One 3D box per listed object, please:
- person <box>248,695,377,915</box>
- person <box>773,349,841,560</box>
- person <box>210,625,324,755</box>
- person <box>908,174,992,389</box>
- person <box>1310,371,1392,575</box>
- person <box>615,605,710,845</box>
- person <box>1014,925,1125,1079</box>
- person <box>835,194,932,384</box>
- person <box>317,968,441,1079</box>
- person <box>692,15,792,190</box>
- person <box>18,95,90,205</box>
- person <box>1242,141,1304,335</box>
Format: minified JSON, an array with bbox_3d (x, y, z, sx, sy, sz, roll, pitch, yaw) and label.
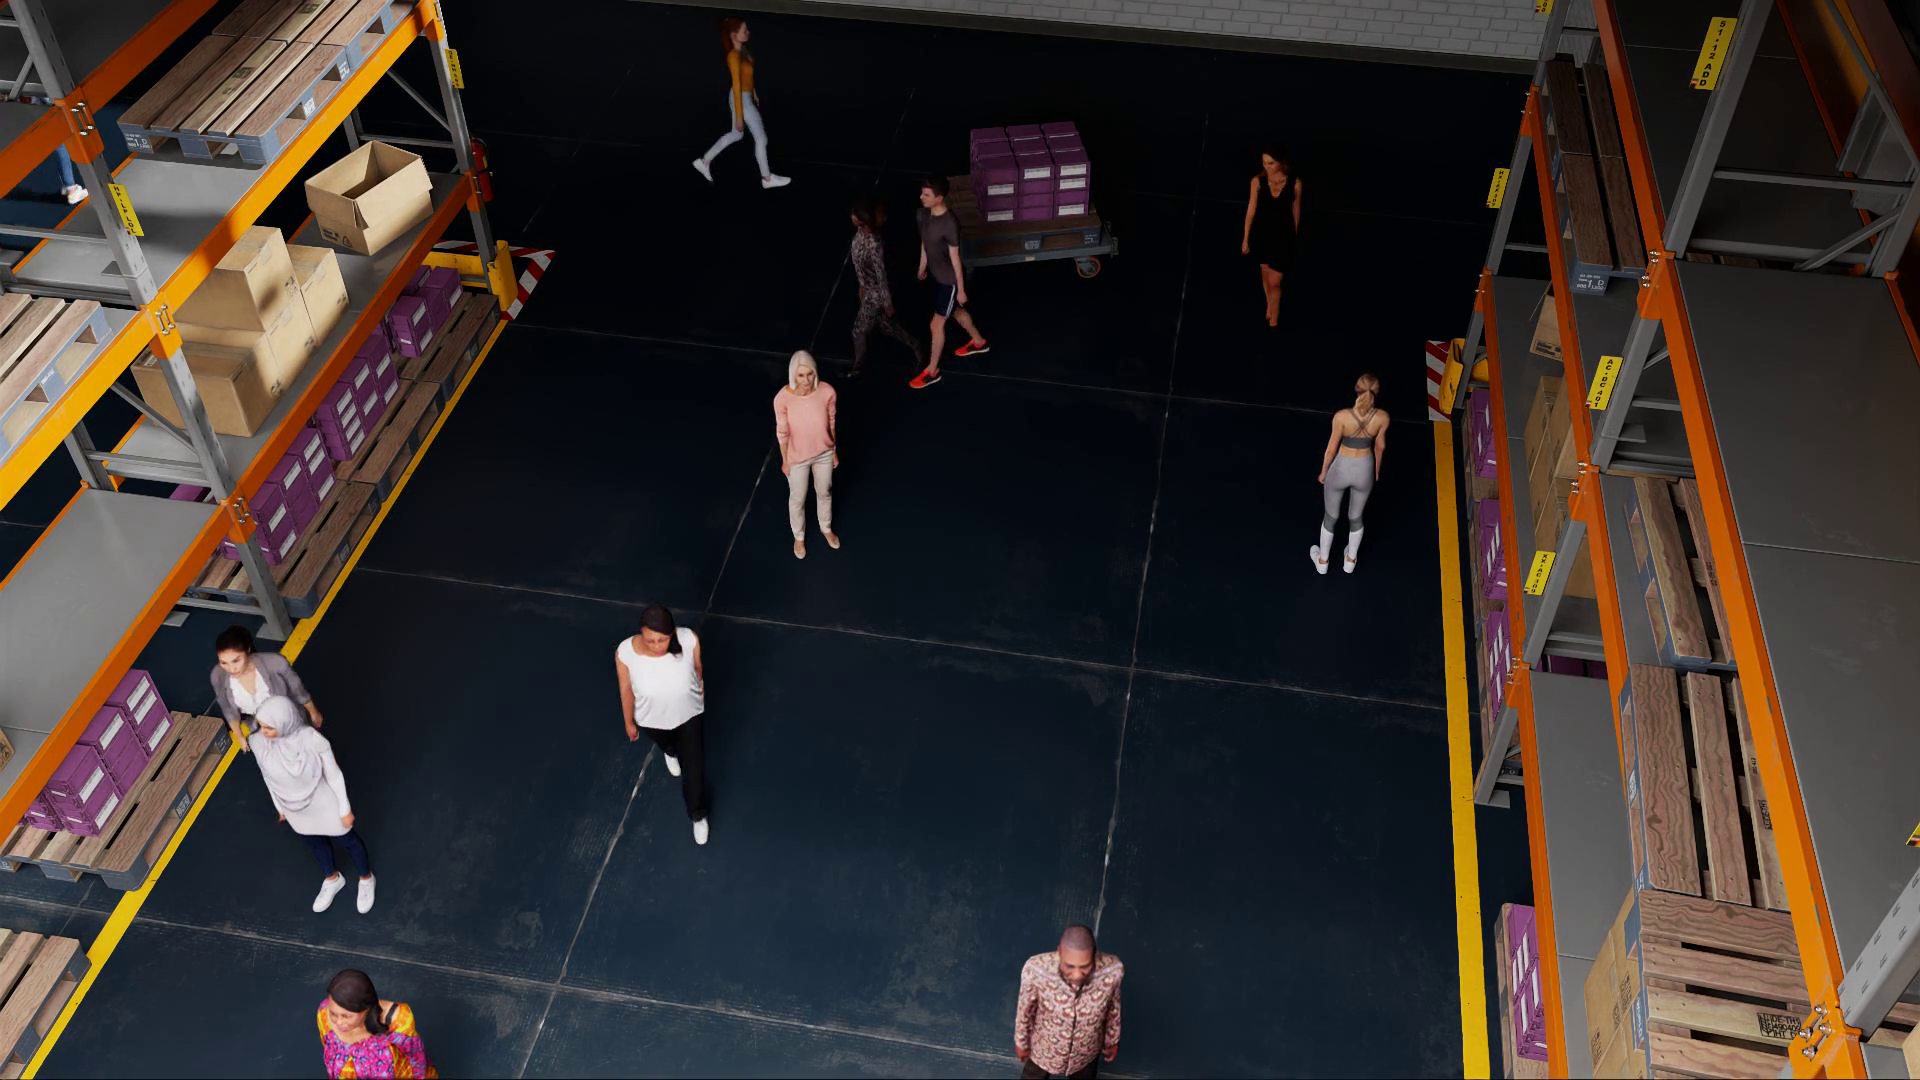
[{"bbox_3d":[-3.634,1.470,9.359,0.618,1.776,0.546,4,44,4],"label":"person"},{"bbox_3d":[-1.052,-0.620,11.589,0.683,1.725,0.695,-15,46,-15],"label":"person"},{"bbox_3d":[-4.048,1.051,9.891,0.738,1.649,0.757,-4,44,-5],"label":"person"},{"bbox_3d":[-0.054,-2.088,13.063,1.085,1.819,1.094,-15,46,-15],"label":"person"},{"bbox_3d":[2.682,-0.454,11.432,0.597,1.702,0.554,0,44,0],"label":"person"},{"bbox_3d":[-1.757,0.964,9.987,0.943,1.642,1.195,-9,44,-9],"label":"person"},{"bbox_3d":[0.530,2.461,8.295,0.743,1.808,0.682,-3,44,-3],"label":"person"},{"bbox_3d":[-0.563,-1.930,12.997,0.863,1.680,1.049,-10,44,-10],"label":"person"},{"bbox_3d":[-2.849,2.631,8.206,0.662,1.686,0.672,3,44,3],"label":"person"},{"bbox_3d":[-2.057,-3.933,15.065,0.869,1.727,1.132,-4,44,-4],"label":"person"},{"bbox_3d":[-8.254,-3.668,14.973,0.655,1.472,0.623,18,47,18],"label":"person"},{"bbox_3d":[2.557,-2.438,13.445,0.636,1.799,0.722,6,44,7],"label":"person"}]
